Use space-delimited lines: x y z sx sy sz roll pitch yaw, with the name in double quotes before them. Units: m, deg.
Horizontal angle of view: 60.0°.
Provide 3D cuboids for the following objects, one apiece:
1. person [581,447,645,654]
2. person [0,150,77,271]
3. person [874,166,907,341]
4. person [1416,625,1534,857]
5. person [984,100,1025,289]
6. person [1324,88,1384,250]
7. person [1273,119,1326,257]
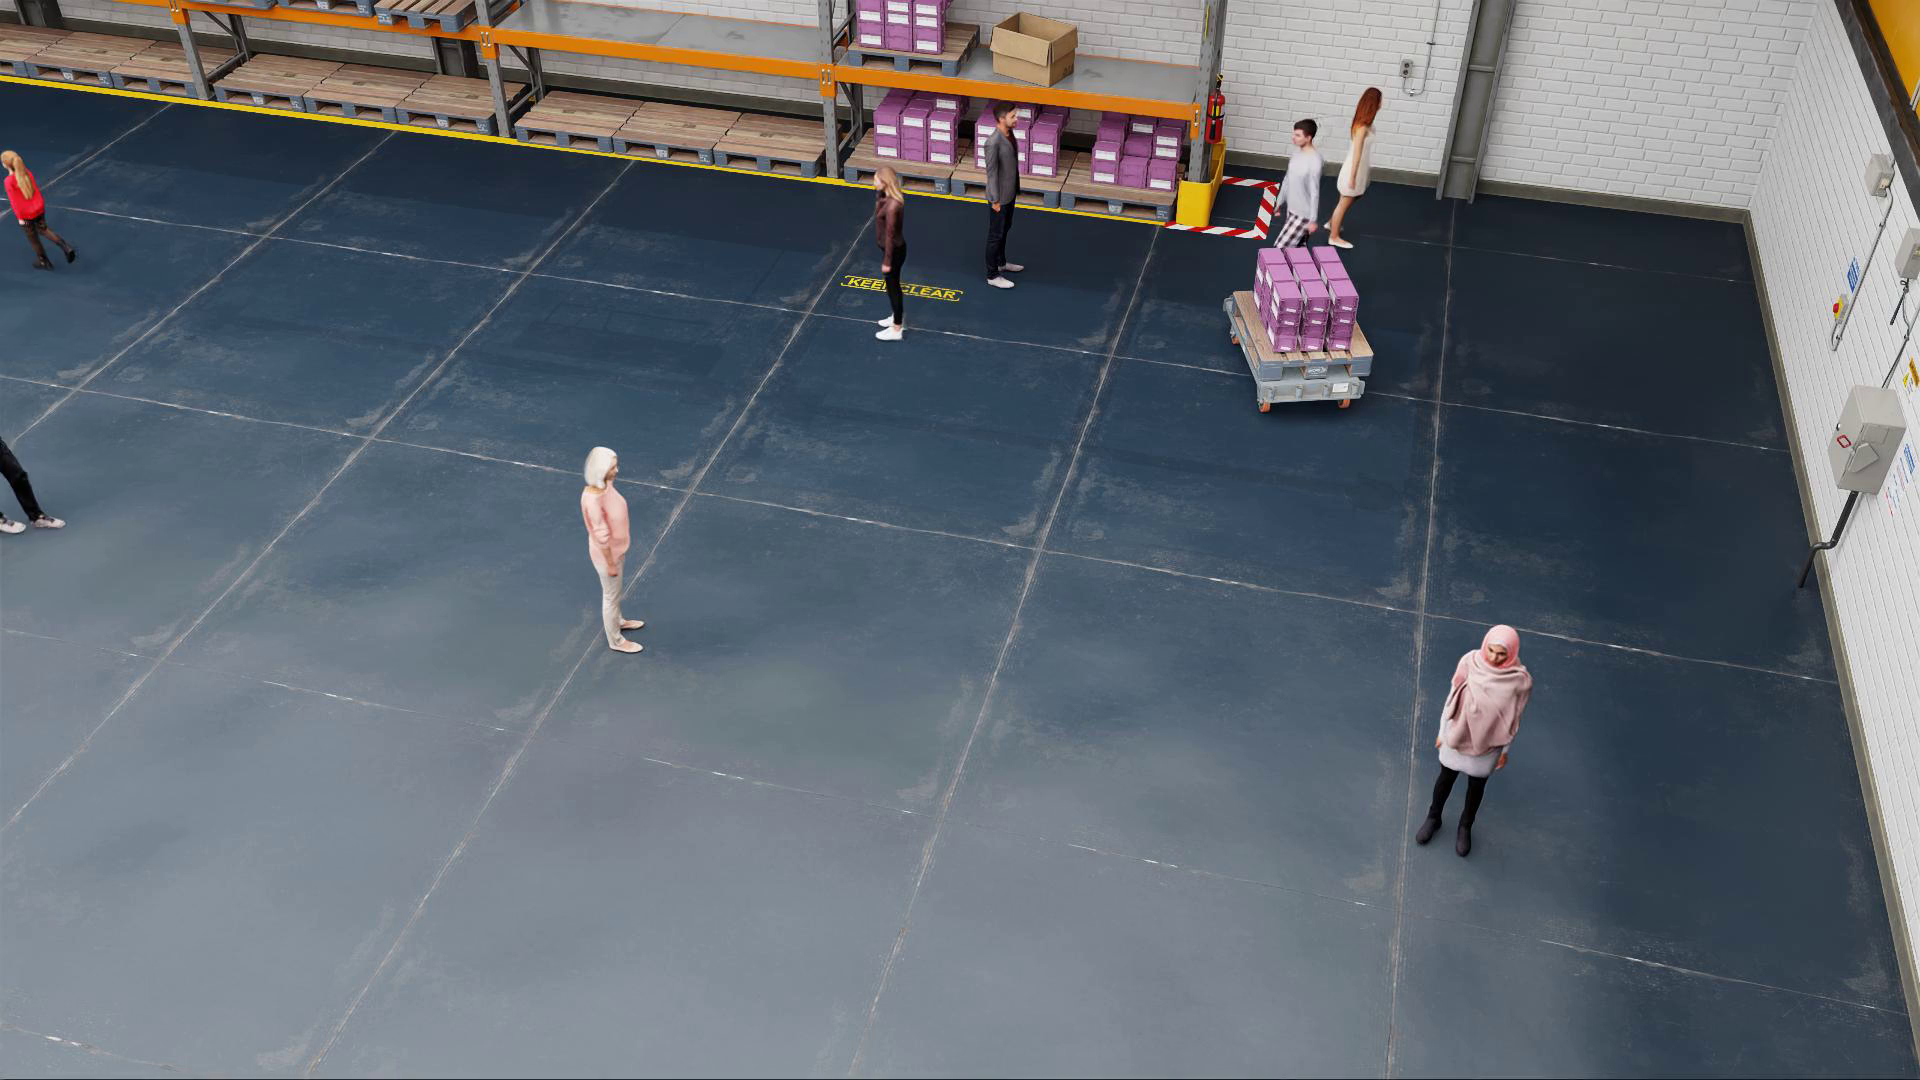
"person" -2.535 0.052 11.985 0.630 1.723 0.665 -2 39 -3
"person" -9.166 -3.248 16.478 0.726 1.272 0.499 11 40 13
"person" -0.615 -2.661 15.399 0.623 1.702 0.658 -1 39 -1
"person" 3.225 1.242 10.430 0.576 1.804 0.721 15 41 18
"person" 0.408 -3.387 16.170 0.603 1.874 0.684 12 40 14
"person" 3.971 -3.746 16.755 0.644 1.705 0.619 12 40 15
"person" 3.337 -3.159 15.919 0.979 1.831 0.888 -10 40 -12
